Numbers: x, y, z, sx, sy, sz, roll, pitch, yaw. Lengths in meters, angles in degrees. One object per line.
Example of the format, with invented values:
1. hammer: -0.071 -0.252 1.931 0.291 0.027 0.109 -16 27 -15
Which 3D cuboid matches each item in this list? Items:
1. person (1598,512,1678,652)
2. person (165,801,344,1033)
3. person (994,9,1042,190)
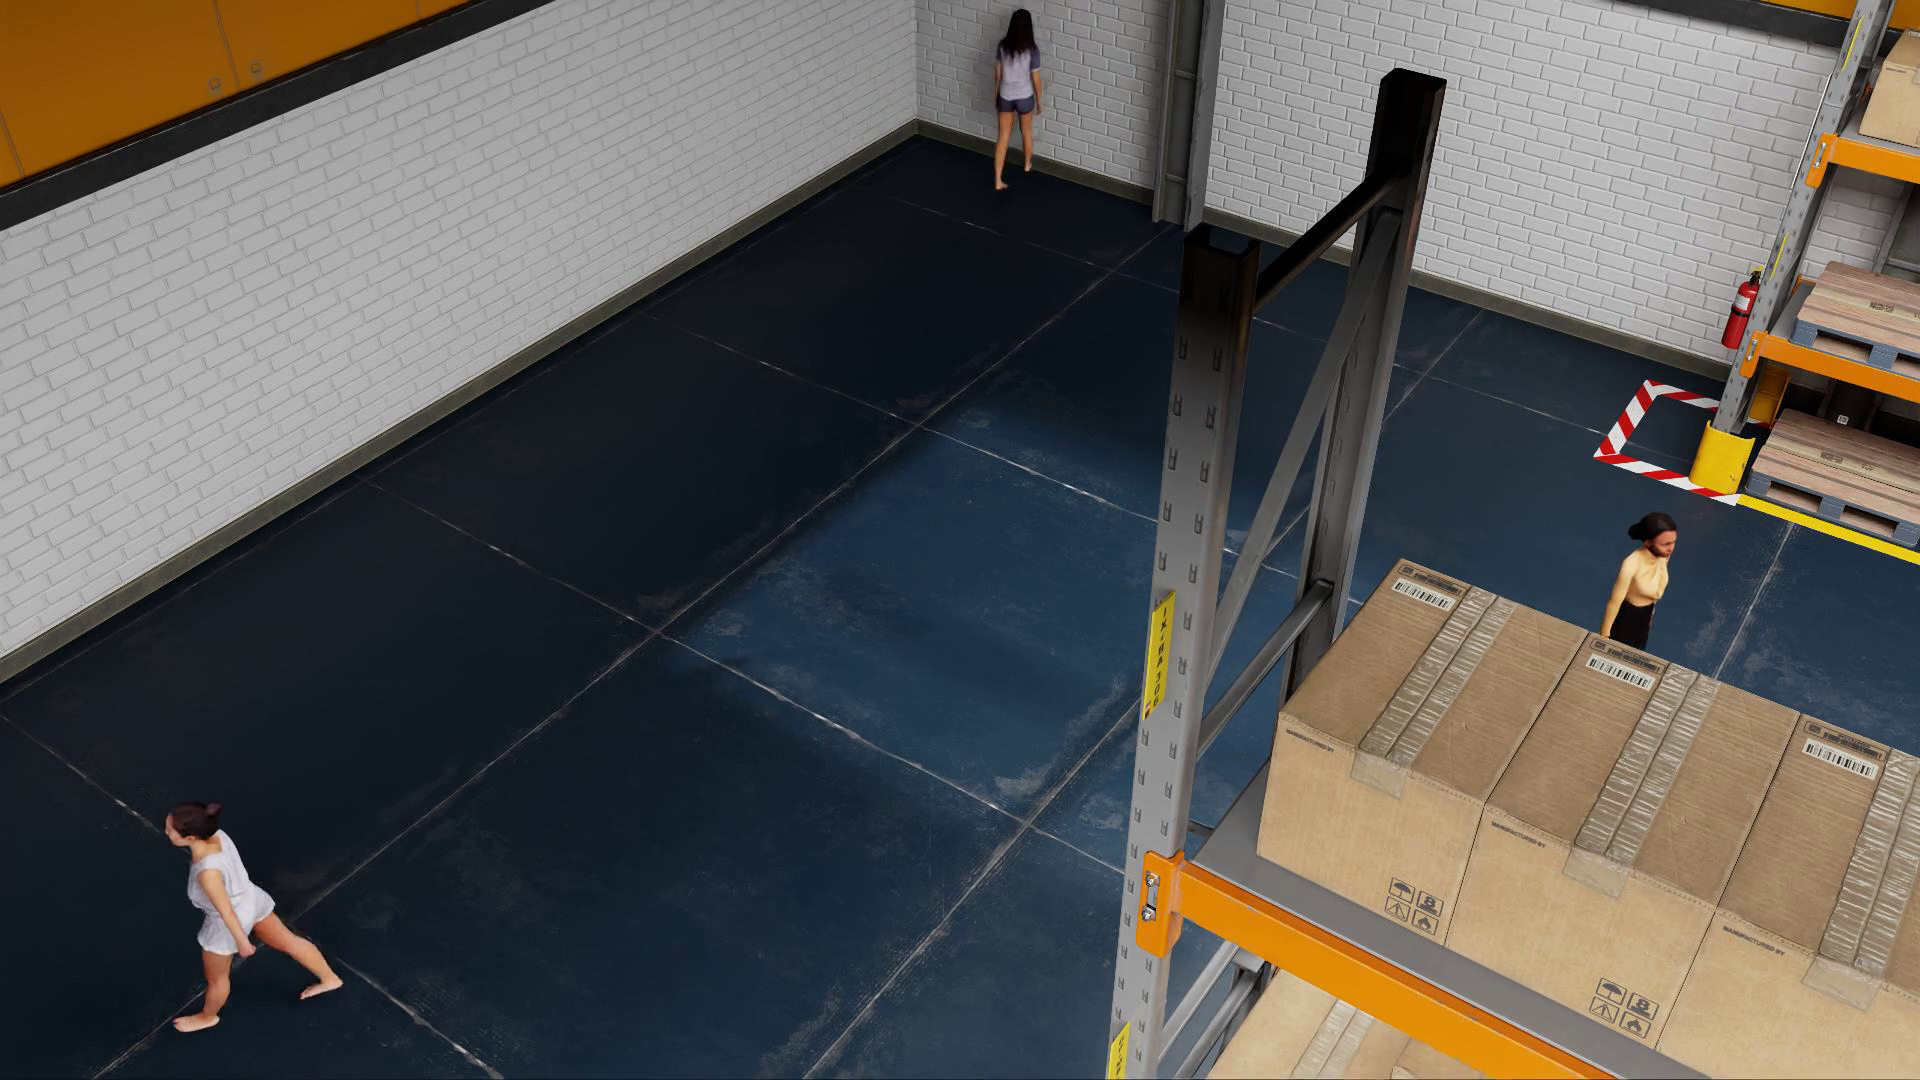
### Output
1. person: 4.002 0.472 10.127 0.703 1.643 0.828 -24 44 -27
2. person: -3.587 1.888 8.427 1.074 1.552 1.069 -10 40 -12
3. person: 0.561 -4.243 15.987 1.083 1.698 0.934 10 40 12
